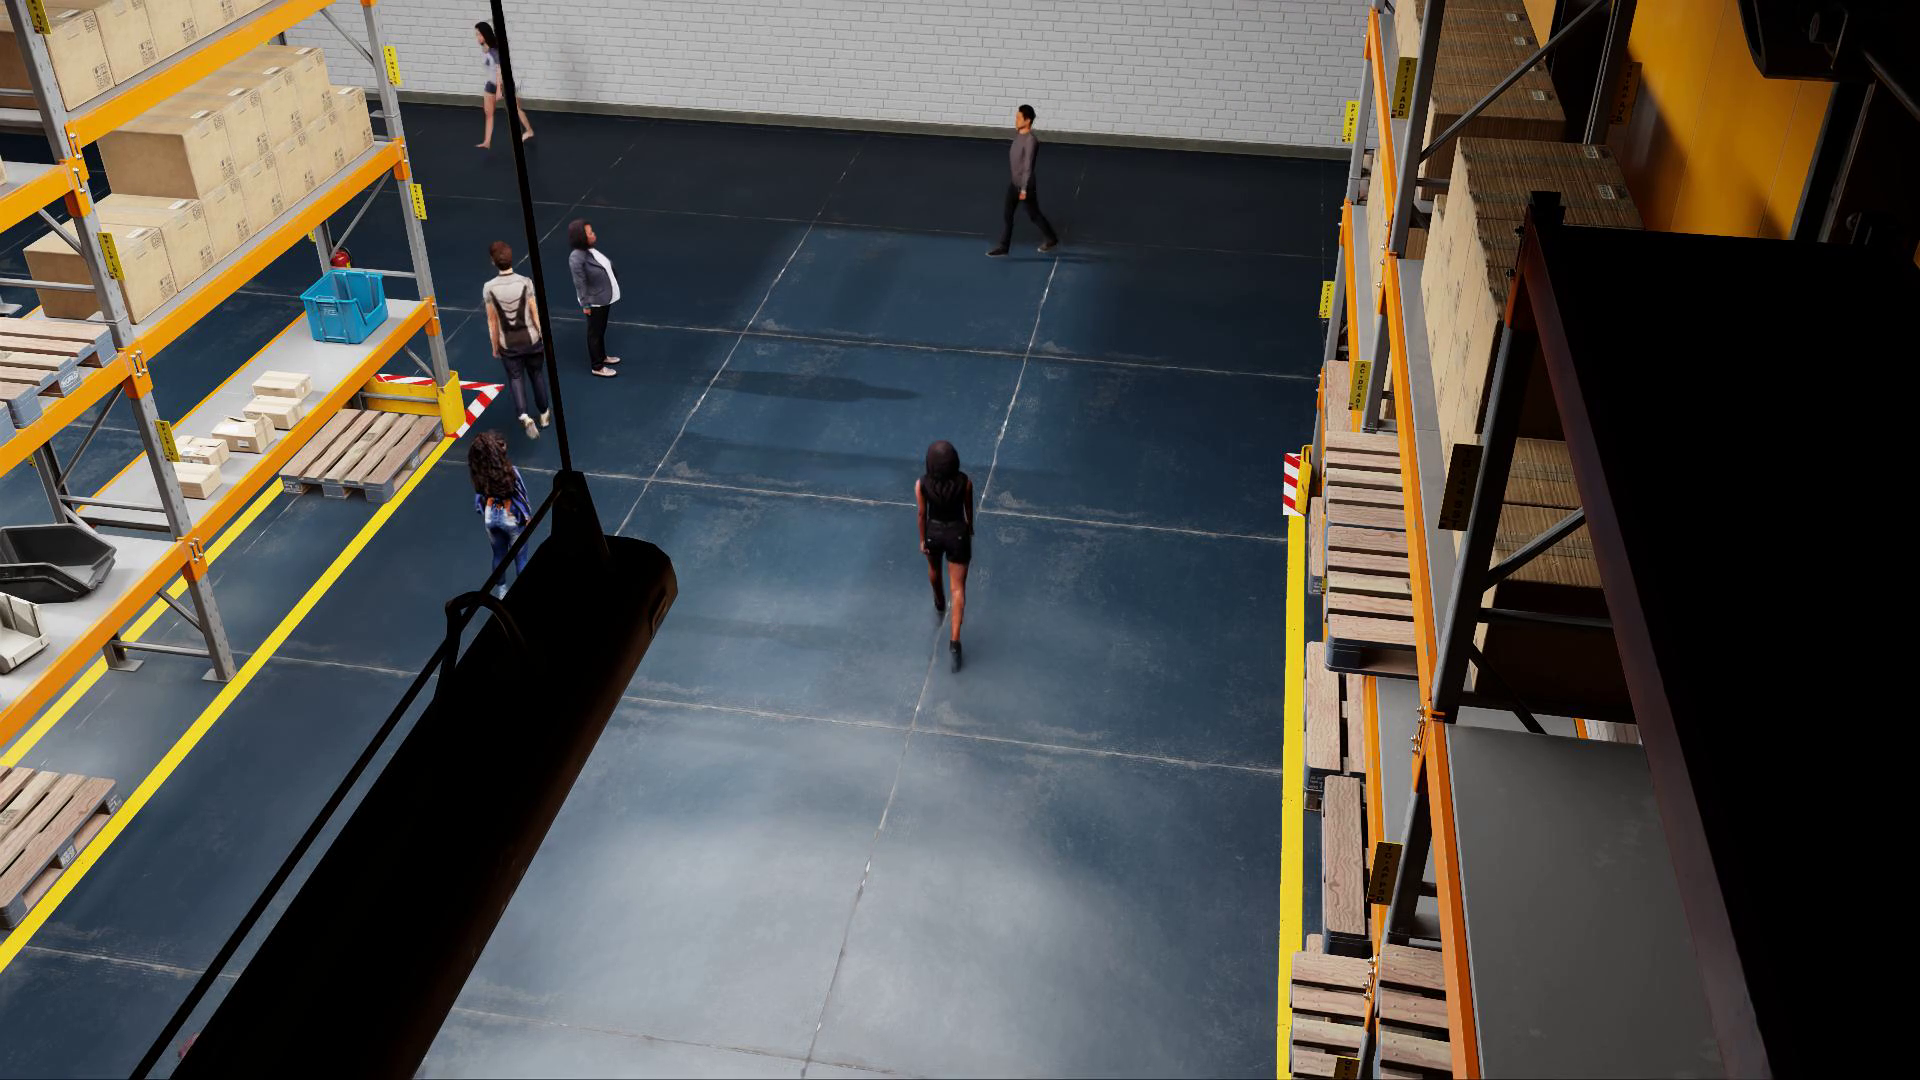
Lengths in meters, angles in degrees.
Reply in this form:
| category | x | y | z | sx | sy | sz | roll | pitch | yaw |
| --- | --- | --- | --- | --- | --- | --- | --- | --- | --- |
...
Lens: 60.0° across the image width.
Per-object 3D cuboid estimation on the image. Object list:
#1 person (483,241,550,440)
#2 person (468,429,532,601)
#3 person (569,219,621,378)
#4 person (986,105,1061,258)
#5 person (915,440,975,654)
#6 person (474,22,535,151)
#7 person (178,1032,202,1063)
| category | x | y | z | sx | sy | sz | roll | pitch | yaw |
| --- | --- | --- | --- | --- | --- | --- | --- | --- | --- |
| person | -4.022 | -1.772 | 15.156 | 0.948 | 1.870 | 1.138 | -5 | 34 | -8 |
| person | -3.541 | -0.152 | 12.942 | 0.633 | 1.621 | 0.575 | 9 | 35 | 14 |
| person | -3.597 | -2.395 | 16.341 | 0.776 | 1.596 | 0.650 | 0 | 34 | 0 |
| person | 0.800 | -3.984 | 18.608 | 1.073 | 1.731 | 1.162 | -23 | 40 | -30 |
| person | -0.090 | 0.063 | 12.545 | 0.684 | 1.703 | 1.196 | 2 | 34 | 3 |
| person | -5.910 | -5.908 | 21.585 | 1.196 | 1.641 | 0.997 | -27 | 42 | -34 |
| person | -3.543 | 2.975 | 8.313 | 0.668 | 1.539 | 0.948 | 15 | 36 | 21 |
